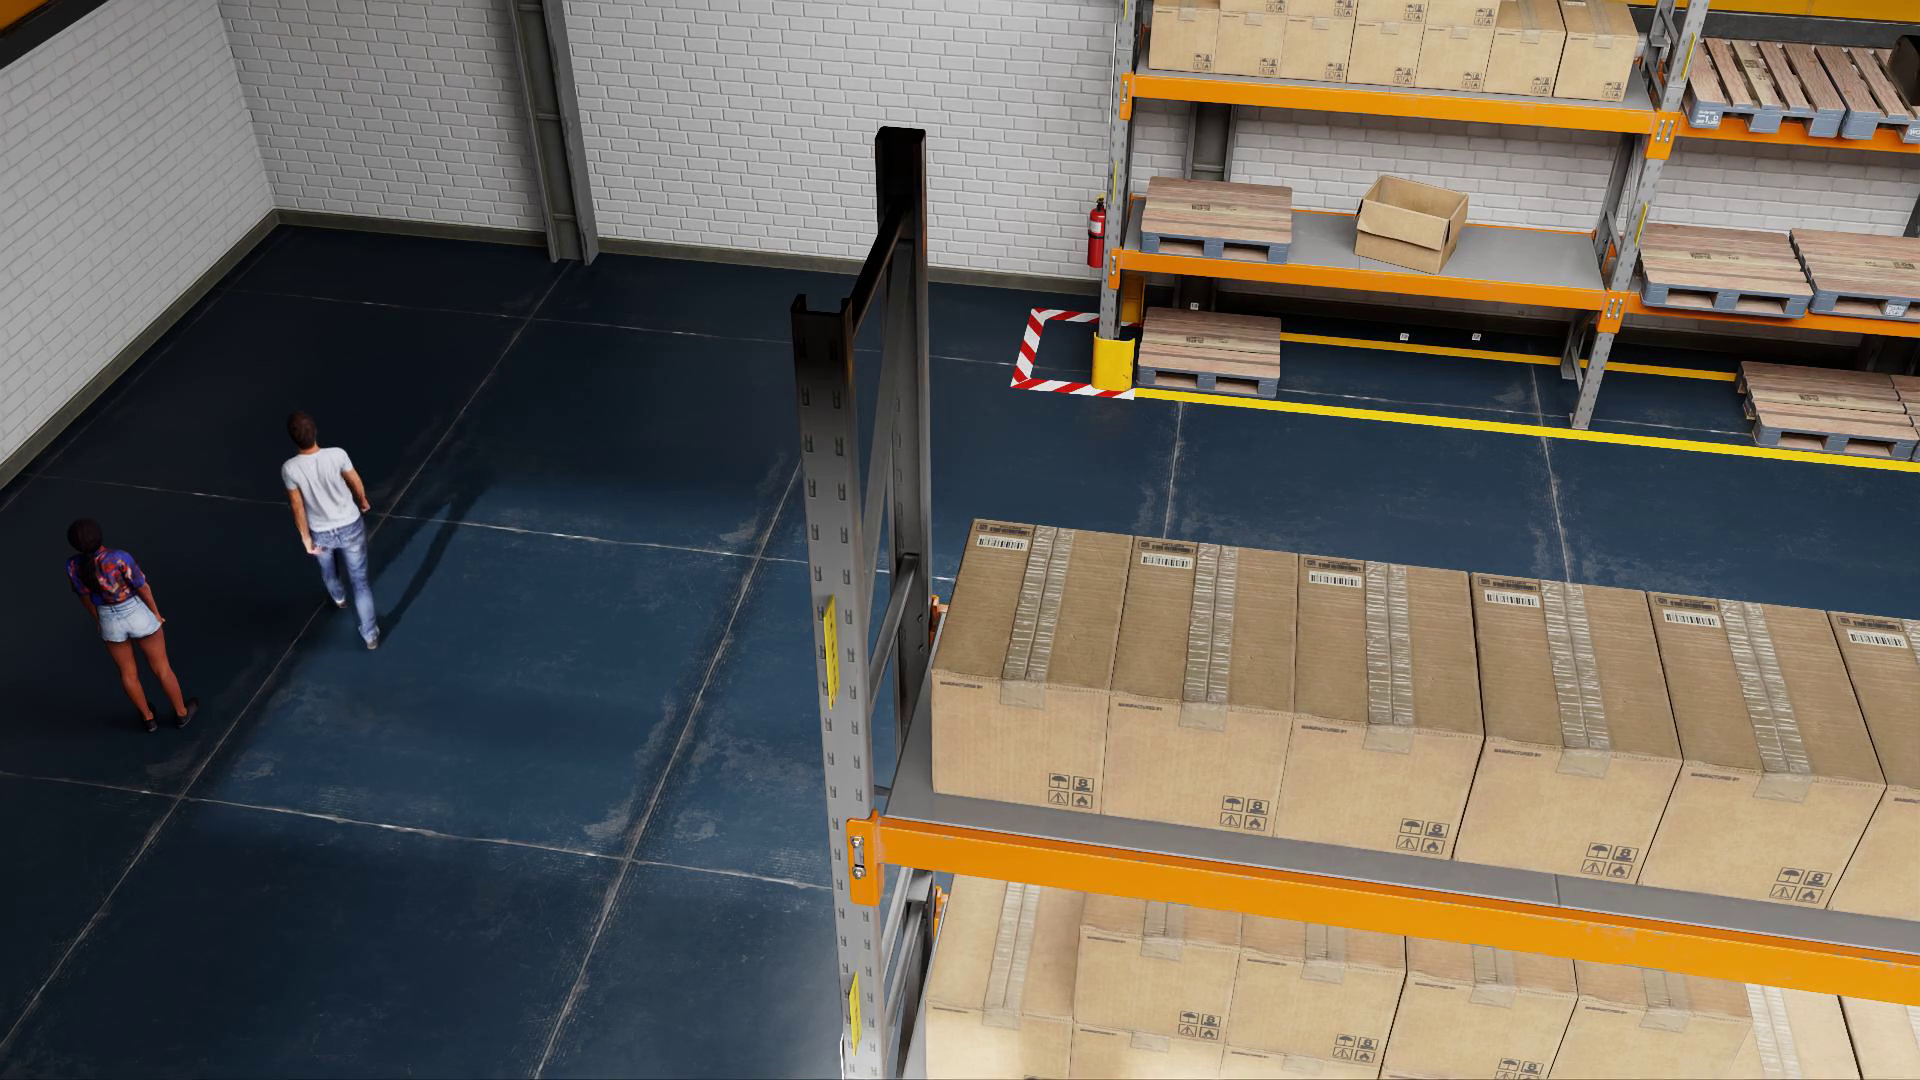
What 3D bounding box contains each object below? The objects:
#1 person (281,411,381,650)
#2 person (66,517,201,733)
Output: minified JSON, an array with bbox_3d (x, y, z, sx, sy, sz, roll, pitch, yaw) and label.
[{"bbox_3d":[-4.217,-0.036,11.301,1.074,1.835,1.029,-15,41,-18],"label":"person"},{"bbox_3d":[-5.345,0.534,10.666,0.573,1.737,0.713,-7,39,-8],"label":"person"}]
